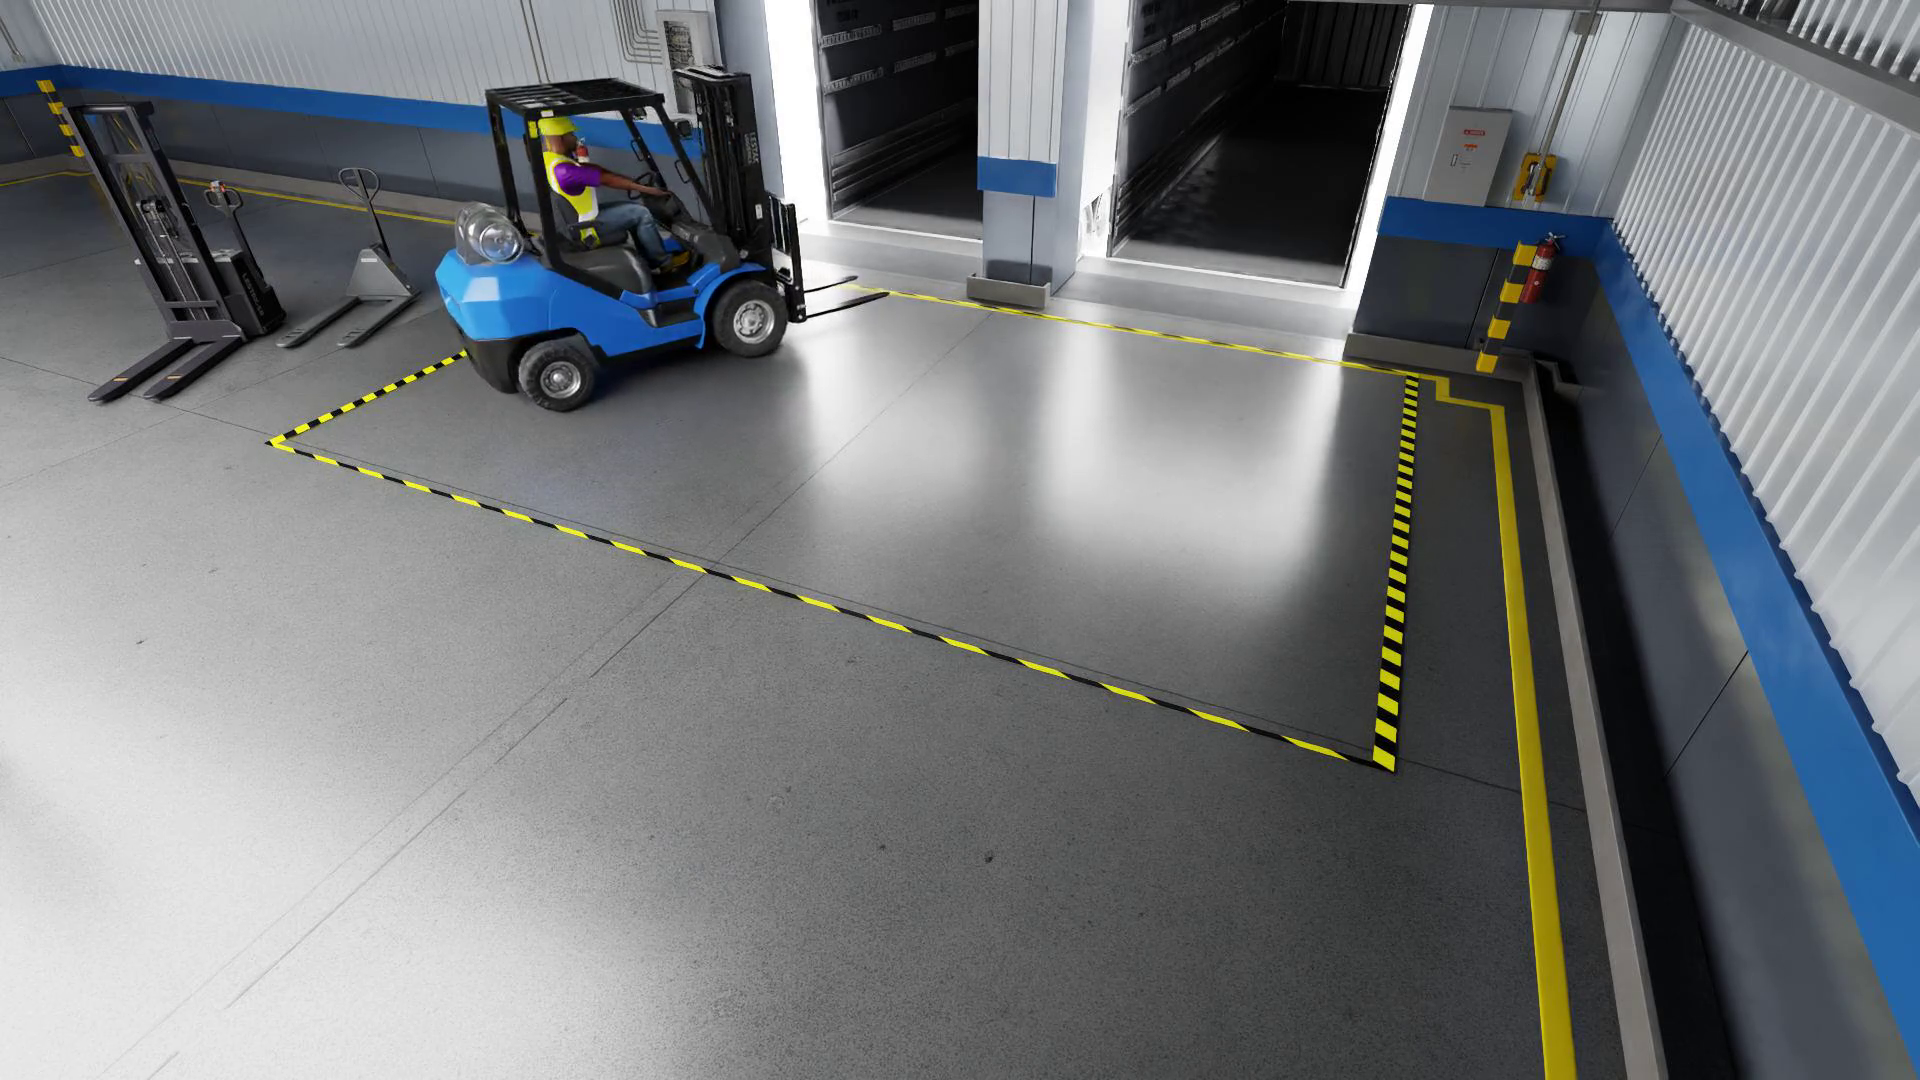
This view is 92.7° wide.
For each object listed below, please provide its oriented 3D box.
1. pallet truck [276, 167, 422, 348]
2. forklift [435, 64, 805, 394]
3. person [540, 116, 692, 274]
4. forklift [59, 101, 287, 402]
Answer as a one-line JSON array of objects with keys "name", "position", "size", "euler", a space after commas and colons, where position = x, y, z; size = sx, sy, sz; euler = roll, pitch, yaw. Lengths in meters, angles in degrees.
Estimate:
[{"name": "pallet truck", "position": [-5.732, -2.611, 8.414], "size": [0.680, 1.201, 1.601], "euler": [-1, 35, -1]}, {"name": "forklift", "position": [-2.777, -2.561, 7.373], "size": [2.680, 2.036, 1.157], "euler": [-23, 41, -30]}, {"name": "person", "position": [-2.725, -2.732, 7.290], "size": [1.004, 1.294, 0.635], "euler": [-23, 41, -30]}, {"name": "forklift", "position": [-6.686, -2.387, 7.434], "size": [0.823, 1.965, 1.885], "euler": [-3, 35, -5]}]
